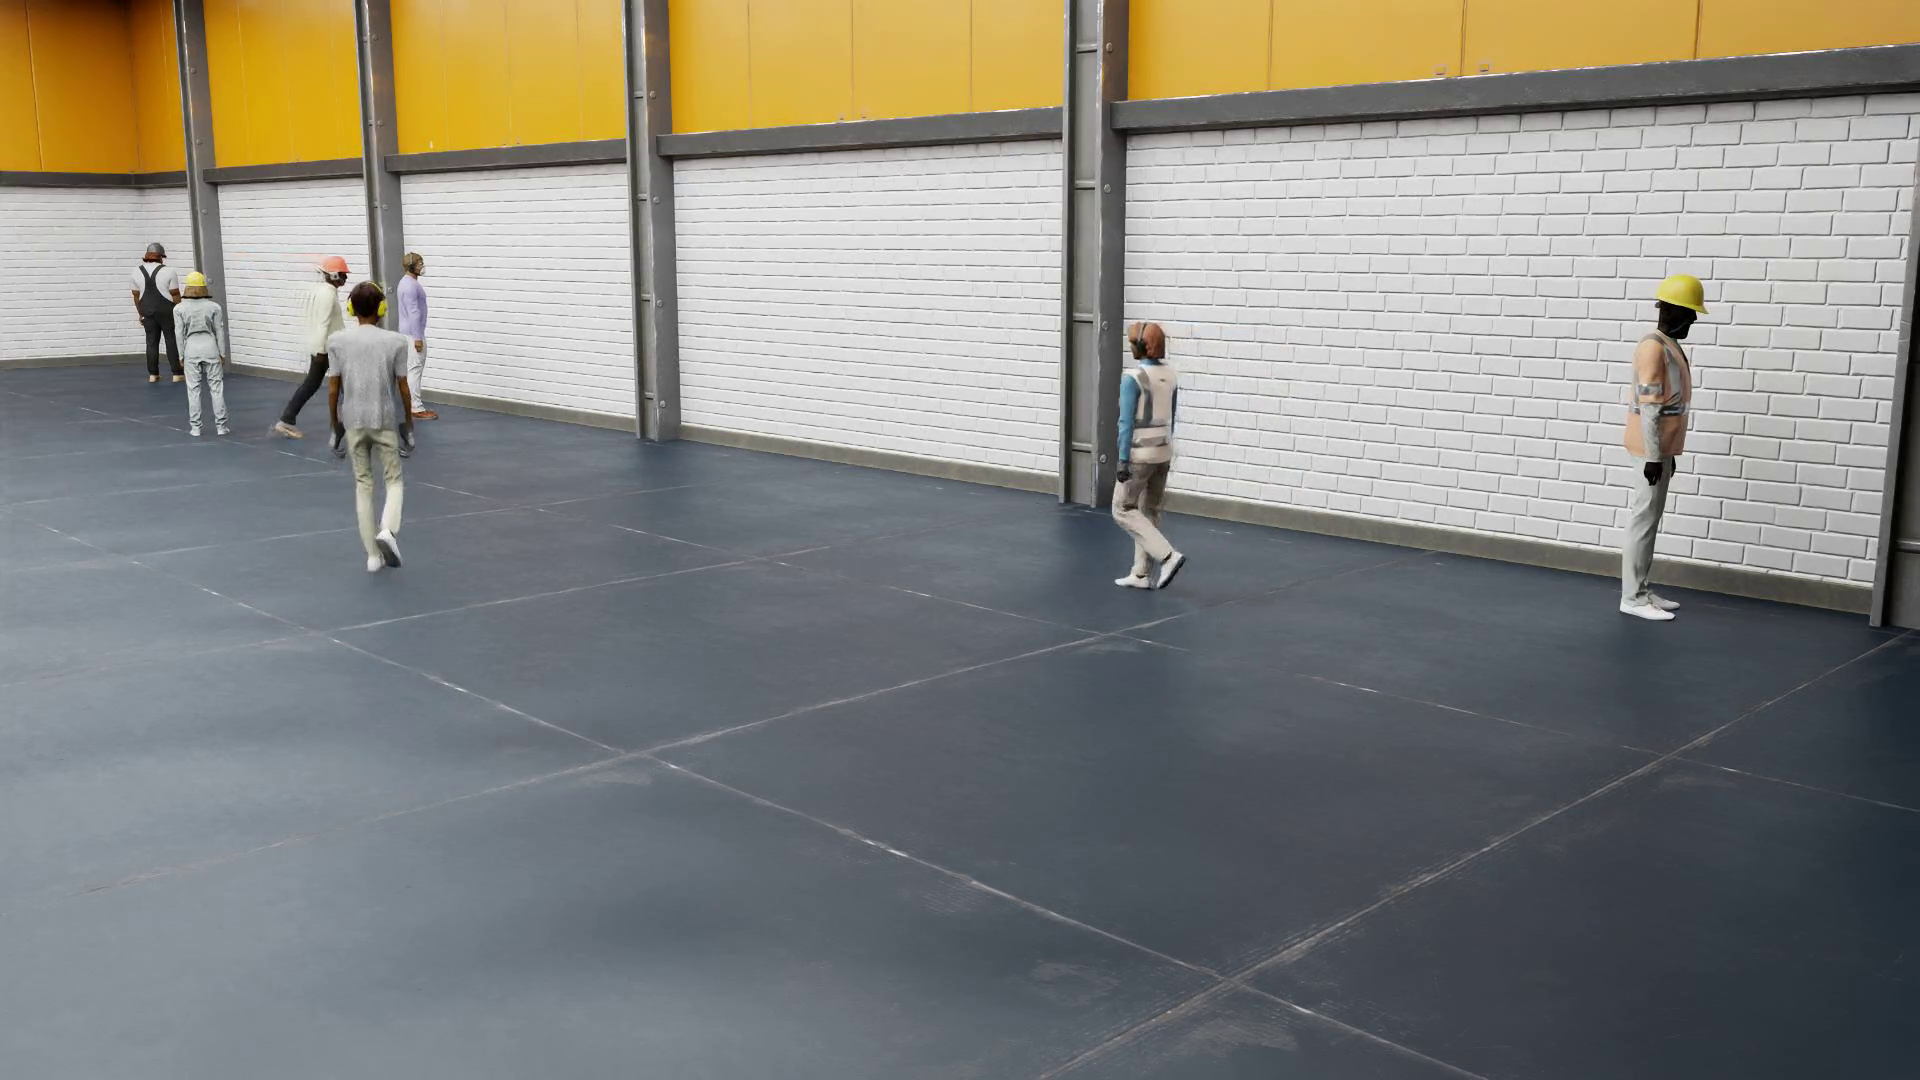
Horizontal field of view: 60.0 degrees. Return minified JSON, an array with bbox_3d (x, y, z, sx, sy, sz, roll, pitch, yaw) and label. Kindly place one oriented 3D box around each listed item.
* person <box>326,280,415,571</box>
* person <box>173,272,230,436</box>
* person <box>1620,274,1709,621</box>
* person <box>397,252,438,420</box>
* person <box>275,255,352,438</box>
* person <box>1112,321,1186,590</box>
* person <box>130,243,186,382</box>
[{"bbox_3d":[-3.720,-0.695,10.466,0.527,1.856,0.530,-2,11,-12],"label":"person"},{"bbox_3d":[-8.111,-1.986,17.788,0.486,1.744,0.294,-5,11,-23],"label":"person"},{"bbox_3d":[3.927,-0.520,9.316,0.380,1.917,0.586,6,12,29],"label":"person"},{"bbox_3d":[-6.313,-2.360,19.294,0.370,1.940,0.630,-4,11,-21],"label":"person"},{"bbox_3d":[-6.725,-2.027,17.524,1.091,1.934,0.630,-5,12,-26],"label":"person"},{"bbox_3d":[1.134,-0.482,9.881,0.461,1.625,0.534,9,14,39],"label":"person"},{"bbox_3d":[-11.687,-3.336,24.333,0.676,2.000,0.536,0,10,0],"label":"person"}]
